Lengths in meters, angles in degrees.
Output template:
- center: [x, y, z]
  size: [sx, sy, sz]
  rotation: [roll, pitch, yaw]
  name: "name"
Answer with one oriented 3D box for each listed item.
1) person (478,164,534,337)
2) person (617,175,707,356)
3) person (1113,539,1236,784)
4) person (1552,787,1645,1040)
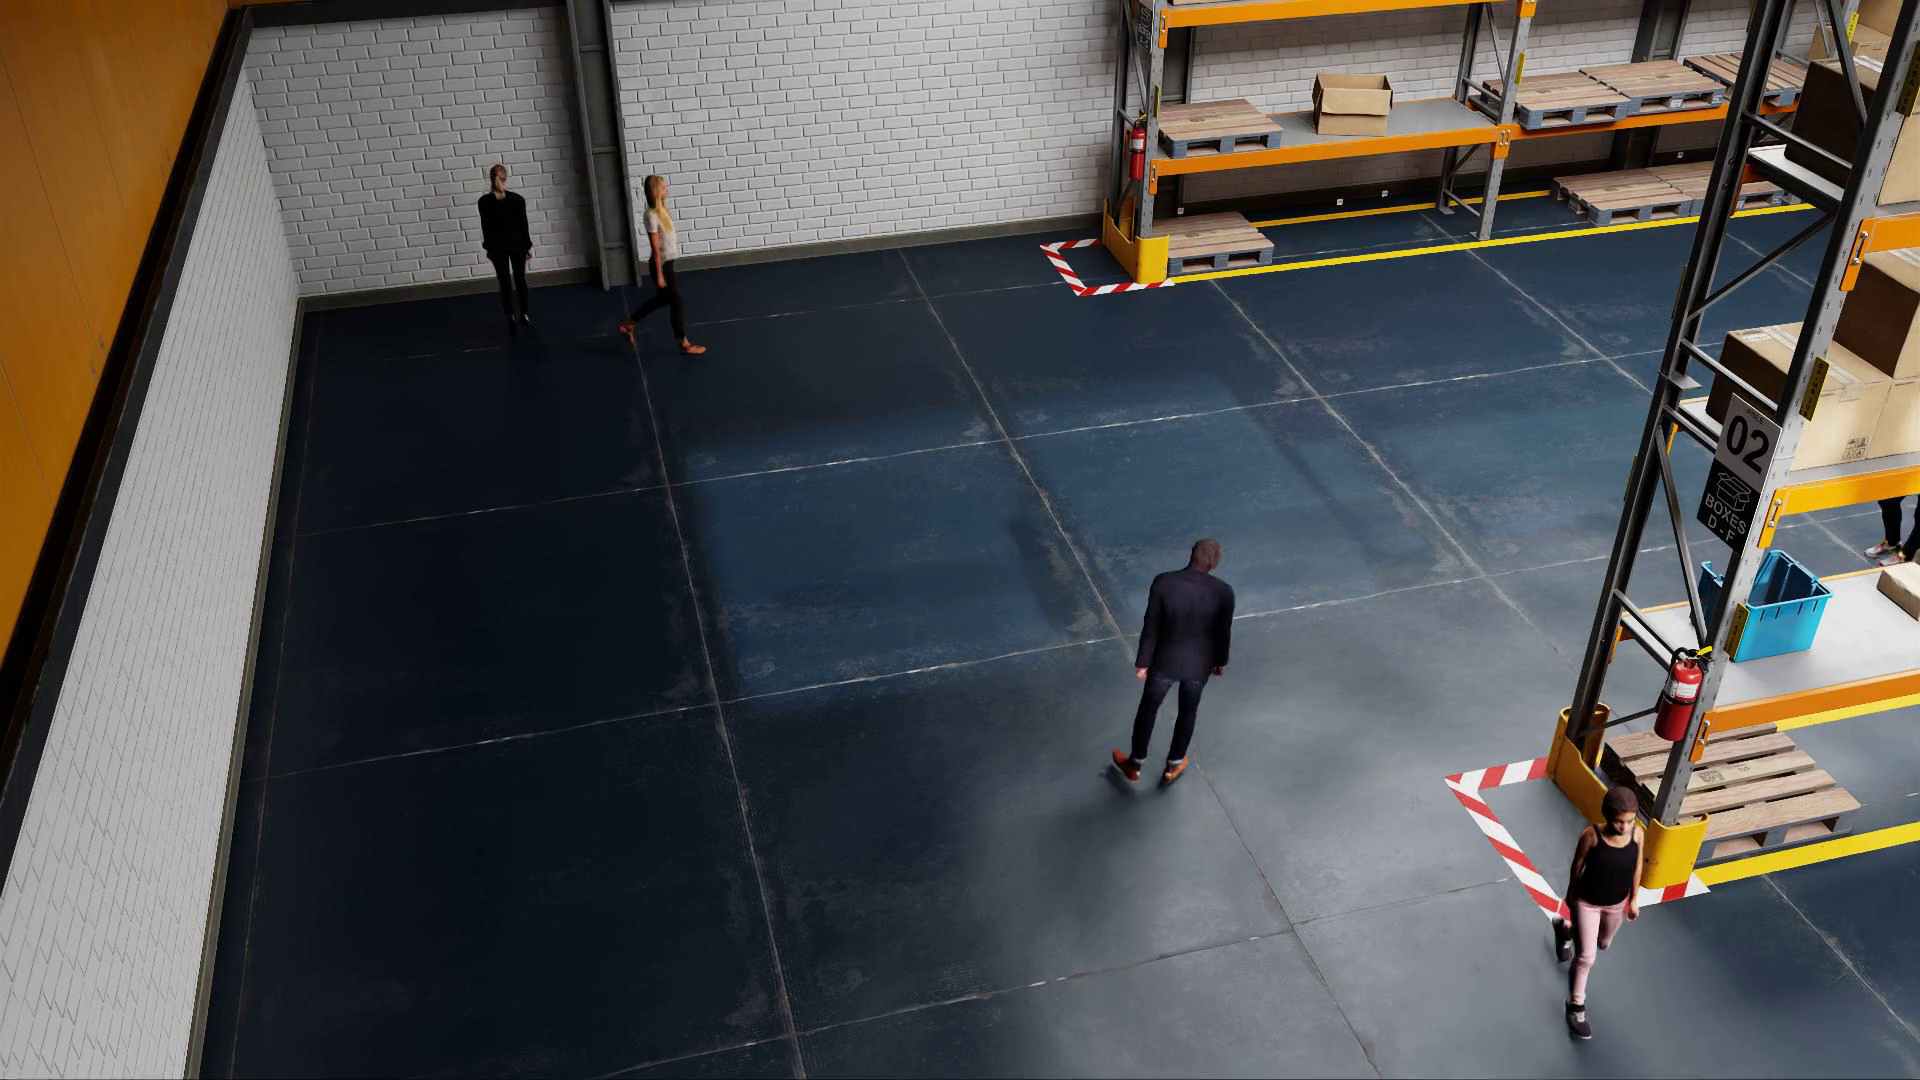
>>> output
- center: [-4.348, -2.768, 15.998]
  size: [0.735, 1.694, 0.673]
  rotation: [-9, 35, -13]
  name: "person"
- center: [-2.873, -2.541, 15.553]
  size: [1.087, 1.809, 0.717]
  rotation: [-3, 34, -4]
  name: "person"
- center: [1.364, 0.806, 10.538]
  size: [0.800, 1.786, 1.000]
  rotation: [-3, 34, -4]
  name: "person"
- center: [3.471, 1.920, 9.084]
  size: [0.942, 1.540, 0.685]
  rotation: [-3, 34, -4]
  name: "person"
